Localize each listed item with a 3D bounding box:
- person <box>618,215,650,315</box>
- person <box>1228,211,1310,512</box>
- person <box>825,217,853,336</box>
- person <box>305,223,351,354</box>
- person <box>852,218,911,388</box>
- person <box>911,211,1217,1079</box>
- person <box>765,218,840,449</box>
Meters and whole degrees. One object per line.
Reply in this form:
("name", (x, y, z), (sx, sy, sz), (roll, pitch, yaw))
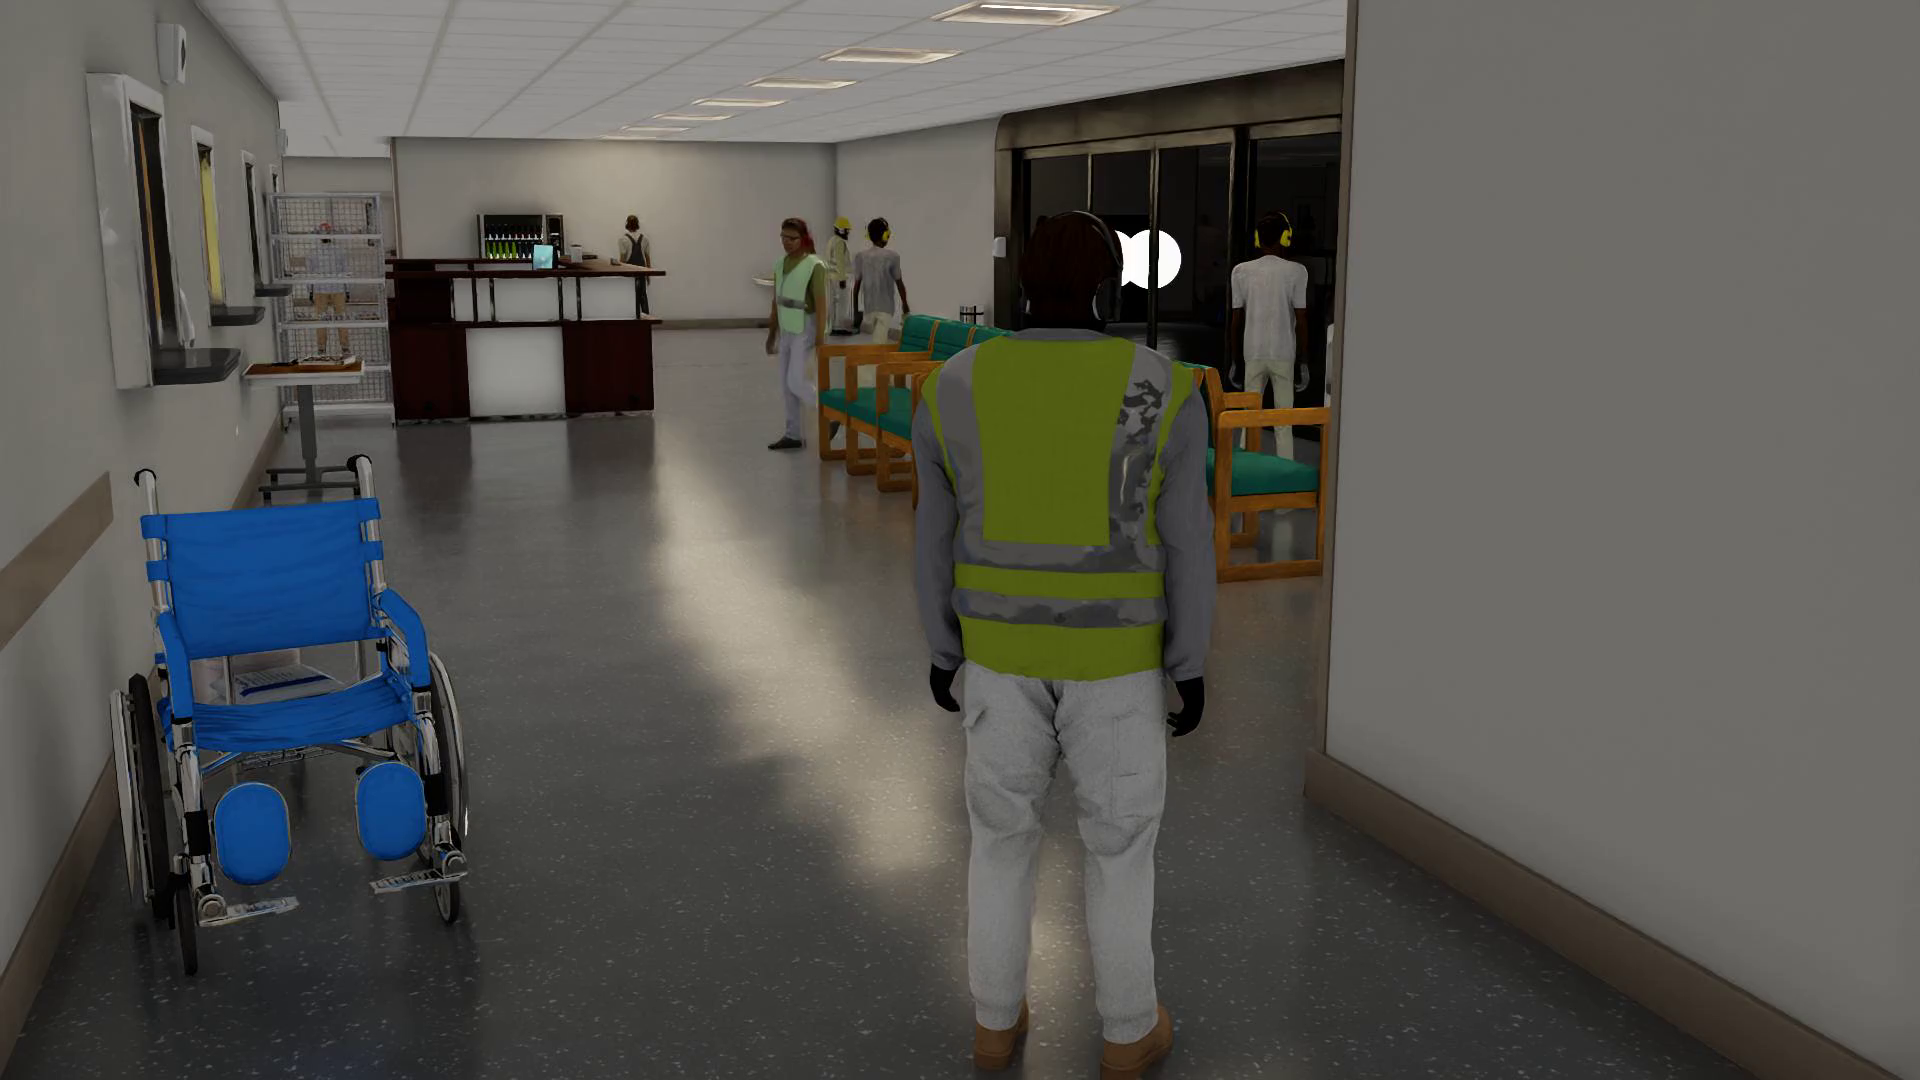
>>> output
("person", (-5.071, -4.126, 25.911), (0.513, 1.845, 0.334), (-7, 13, -32))
("person", (1.930, -1.107, 10.382), (0.521, 1.865, 0.327), (5, 12, 24))
("person", (-1.842, -4.037, 25.552), (0.441, 1.809, 0.609), (-3, 11, -16))
("person", (-8.460, -3.369, 22.301), (0.563, 1.742, 0.361), (-4, 12, -19))
("person", (-0.787, -2.221, 16.233), (0.504, 1.822, 1.002), (7, 13, 33))
("person", (0.225, 0.239, 3.533), (0.633, 1.841, 0.429), (3, 11, 15))
("person", (-1.245, -1.616, 13.110), (0.488, 1.822, 0.602), (-8, 14, -36))
